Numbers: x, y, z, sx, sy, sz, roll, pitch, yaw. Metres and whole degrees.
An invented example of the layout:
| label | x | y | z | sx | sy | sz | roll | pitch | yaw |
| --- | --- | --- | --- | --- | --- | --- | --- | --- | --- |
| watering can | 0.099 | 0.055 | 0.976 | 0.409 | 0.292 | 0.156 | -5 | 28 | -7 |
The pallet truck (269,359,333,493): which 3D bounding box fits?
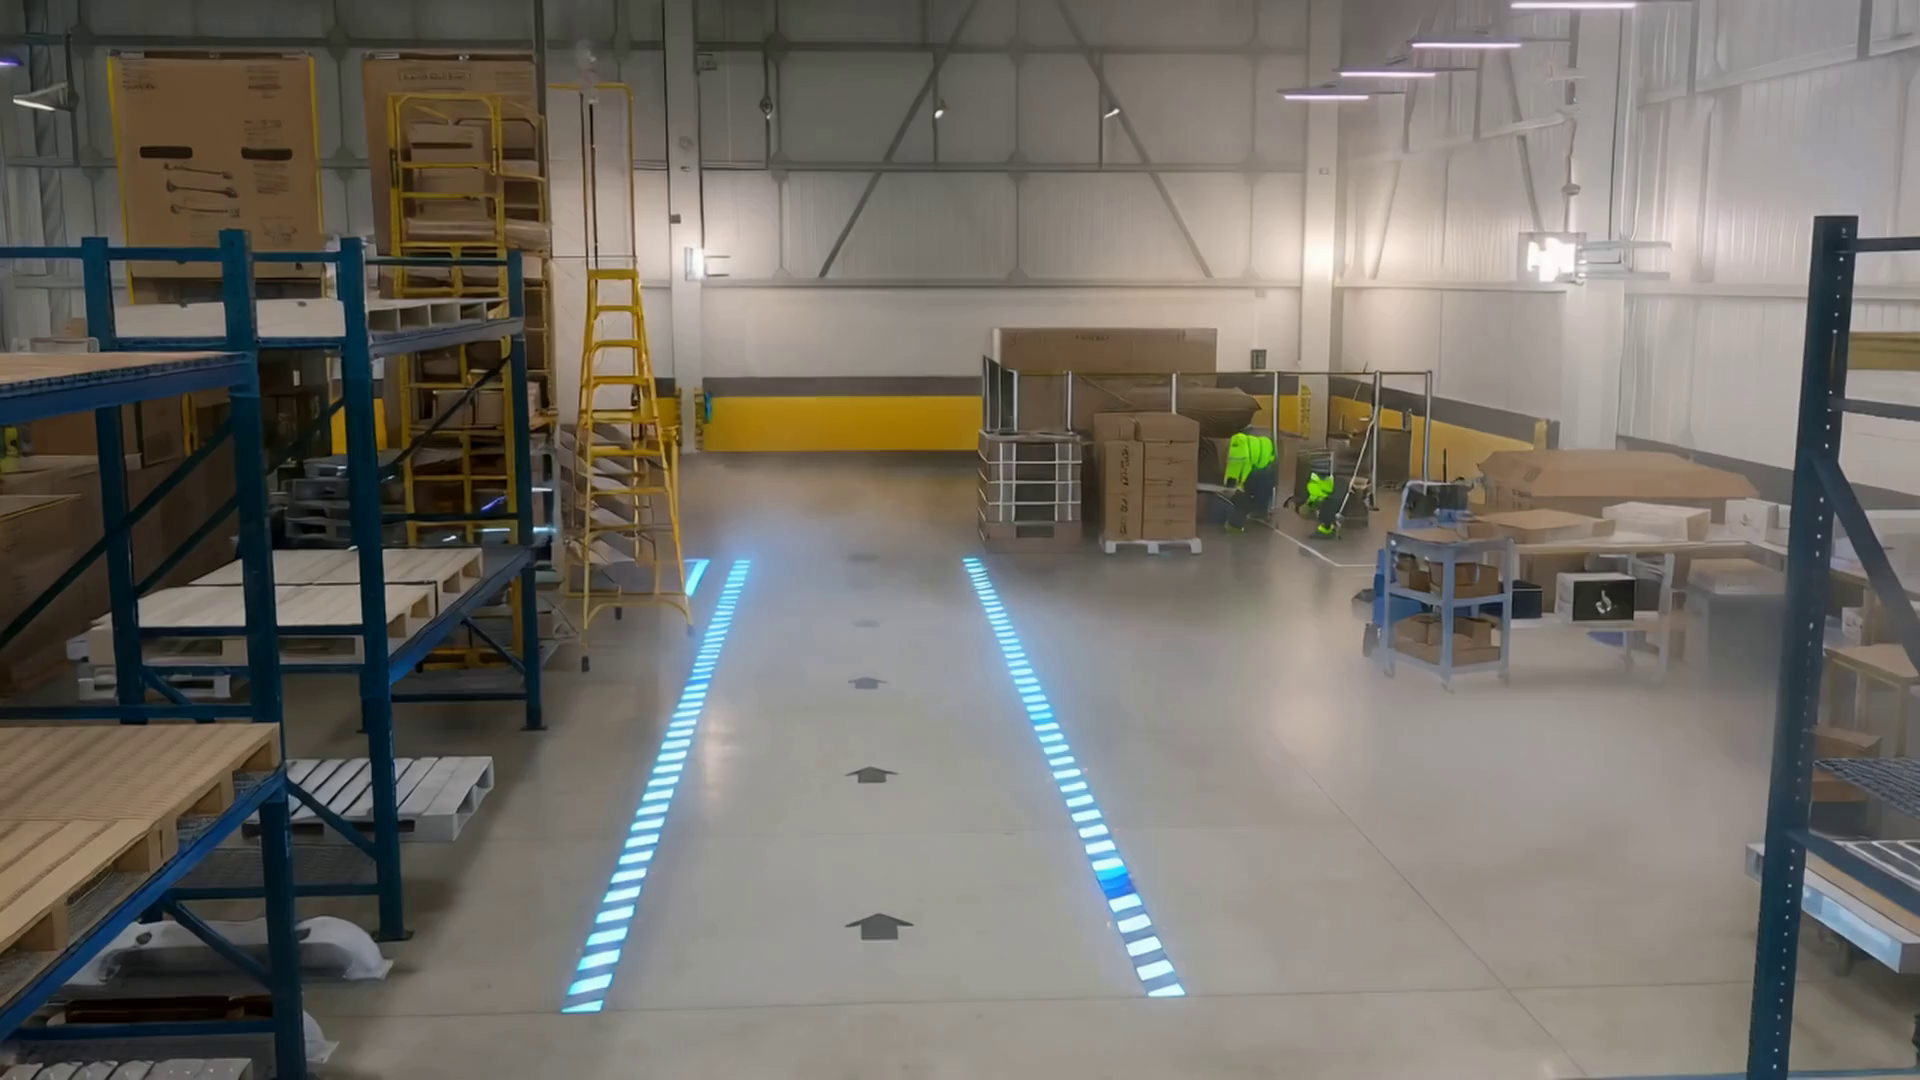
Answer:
| label | x | y | z | sx | sy | sz | roll | pitch | yaw |
| --- | --- | --- | --- | --- | --- | --- | --- | --- | --- |
| pallet truck | -7.062 | -1.131 | 18.996 | 1.885 | 1.965 | 0.823 | 2 | 9 | 13 |
